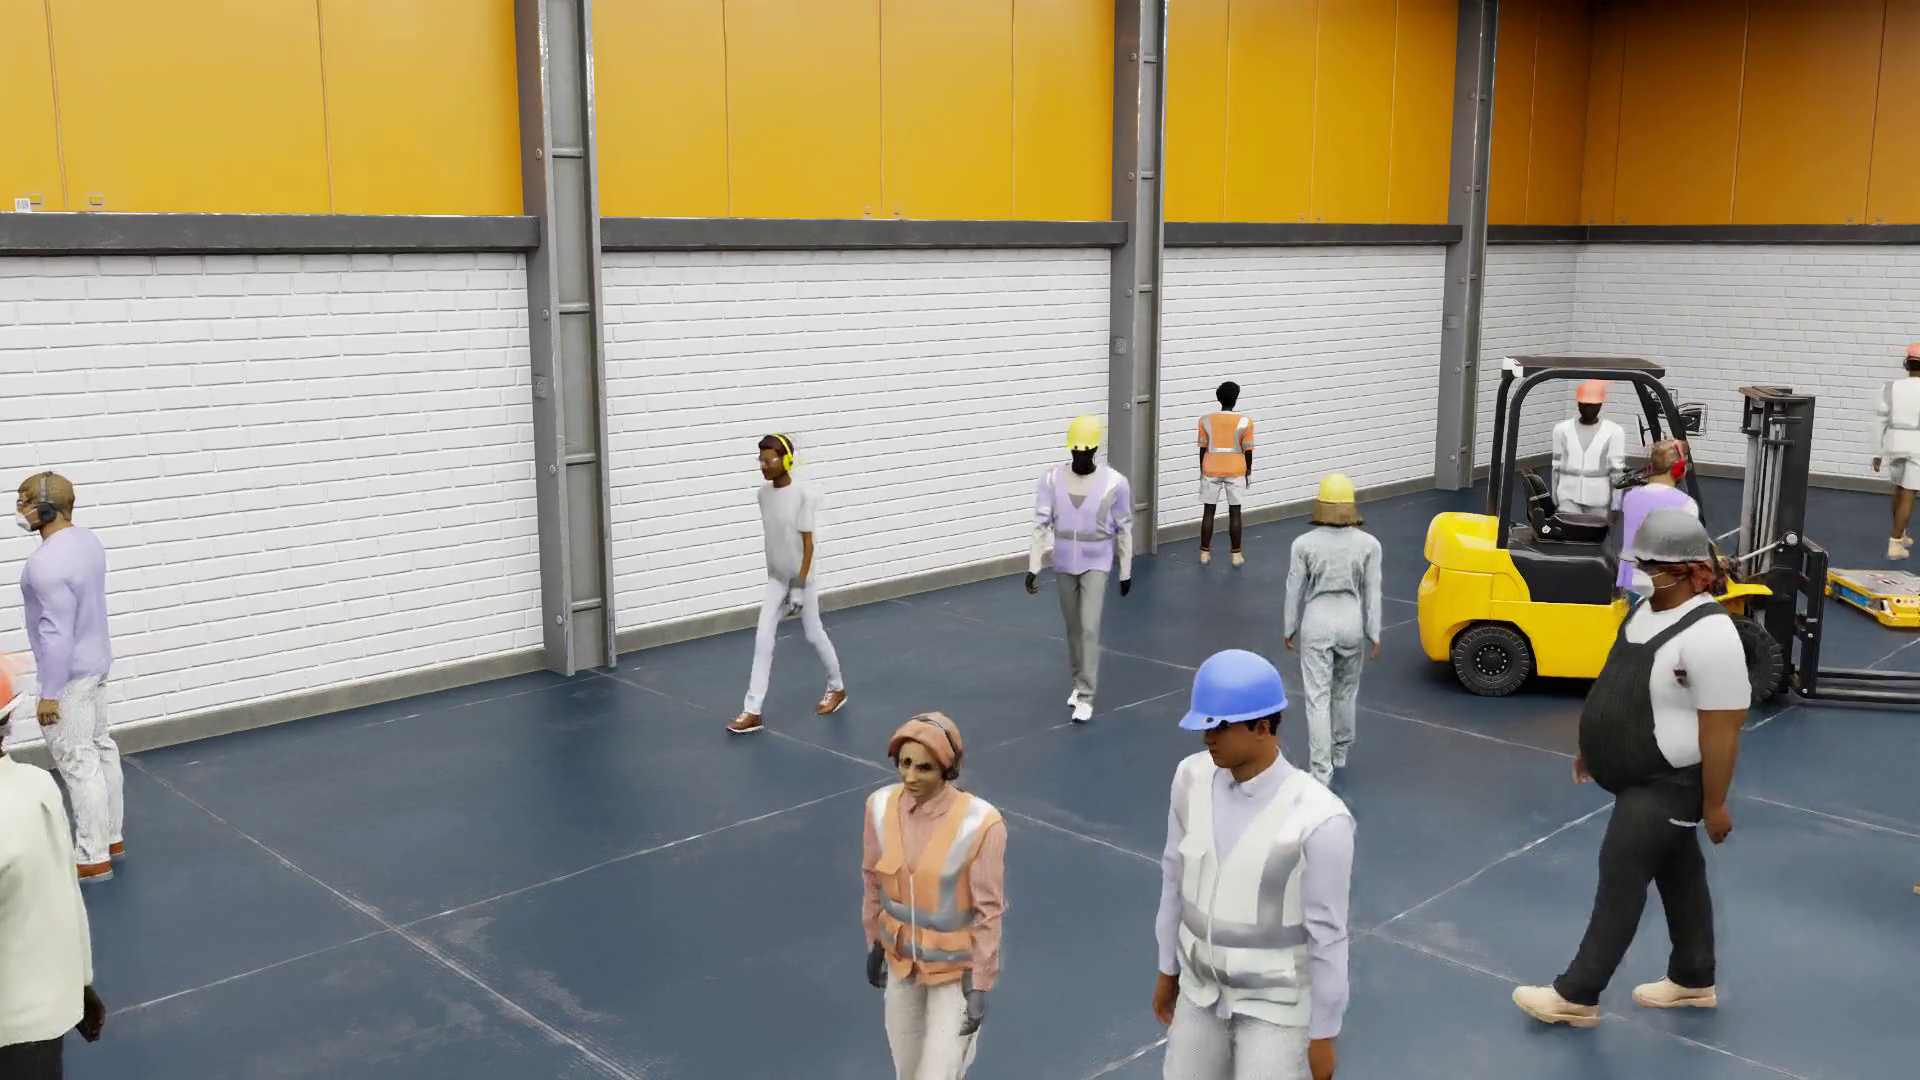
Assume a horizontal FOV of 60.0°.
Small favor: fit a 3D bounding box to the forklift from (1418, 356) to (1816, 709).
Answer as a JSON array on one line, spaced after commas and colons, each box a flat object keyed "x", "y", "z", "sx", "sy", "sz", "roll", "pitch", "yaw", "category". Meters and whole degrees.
[{"x": 4.276, "y": -0.101, "z": 11.076, "sx": 2.313, "sy": 2.155, "sz": 1.214, "roll": 2, "pitch": 11, "yaw": 13, "category": "forklift"}]

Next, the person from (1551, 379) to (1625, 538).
[{"x": 5.027, "y": -0.365, "z": 13.336, "sx": 0.552, "sy": 1.909, "sz": 0.900, "roll": 5, "pitch": 12, "yaw": 27, "category": "person"}]

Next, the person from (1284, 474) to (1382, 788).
[{"x": 2.040, "y": 0.481, "z": 9.212, "sx": 0.509, "sy": 1.715, "sz": 0.759, "roll": 1, "pitch": 10, "yaw": 3, "category": "person"}]

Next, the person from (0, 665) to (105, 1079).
[{"x": -2.441, "y": 1.240, "z": 4.427, "sx": 0.893, "sy": 1.964, "sz": 0.608, "roll": -3, "pitch": 11, "yaw": -16, "category": "person"}]

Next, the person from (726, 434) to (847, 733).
[{"x": -1.034, "y": 0.248, "z": 10.231, "sx": 0.520, "sy": 1.819, "sz": 0.973, "roll": 7, "pitch": 12, "yaw": 33, "category": "person"}]

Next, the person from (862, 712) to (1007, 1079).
[{"x": -0.086, "y": 1.297, "z": 5.015, "sx": 0.534, "sy": 1.620, "sz": 0.429, "roll": 7, "pitch": 13, "yaw": 35, "category": "person"}]

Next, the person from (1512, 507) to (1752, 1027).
[{"x": 2.548, "y": 0.842, "z": 6.353, "sx": 0.935, "sy": 2.000, "sz": 0.693, "roll": 1, "pitch": 10, "yaw": 7, "category": "person"}]

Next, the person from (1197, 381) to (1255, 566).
[{"x": 2.420, "y": -0.604, "z": 15.204, "sx": 0.529, "sy": 1.690, "sz": 0.321, "roll": 3, "pitch": 11, "yaw": 17, "category": "person"}]

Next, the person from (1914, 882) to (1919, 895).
[{"x": 4.800, "y": 0.652, "z": 7.603, "sx": 0.839, "sy": 1.967, "sz": 0.622, "roll": -3, "pitch": 11, "yaw": -14, "category": "person"}]

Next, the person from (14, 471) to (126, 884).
[{"x": -4.152, "y": 0.636, "z": 7.754, "sx": 0.362, "sy": 1.938, "sz": 0.635, "roll": -2, "pitch": 11, "yaw": -11, "category": "person"}]

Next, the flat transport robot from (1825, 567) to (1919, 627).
[{"x": 7.488, "y": 0.448, "z": 13.331, "sx": 0.652, "sy": 0.197, "sz": 1.431, "roll": 1, "pitch": 10, "yaw": 5, "category": "flat transport robot"}]

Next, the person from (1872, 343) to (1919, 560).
[{"x": 8.963, "y": -0.834, "z": 15.593, "sx": 0.890, "sy": 2.009, "sz": 0.616, "roll": -7, "pitch": 12, "yaw": -33, "category": "person"}]

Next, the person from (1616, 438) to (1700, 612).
[{"x": 4.085, "y": 0.314, "z": 9.790, "sx": 0.622, "sy": 1.828, "sz": 0.591, "roll": -3, "pitch": 11, "yaw": -15, "category": "person"}]

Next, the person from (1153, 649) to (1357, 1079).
[{"x": 0.819, "y": 1.225, "z": 4.590, "sx": 0.592, "sy": 1.923, "sz": 0.613, "roll": -9, "pitch": 14, "yaw": -41, "category": "person"}]

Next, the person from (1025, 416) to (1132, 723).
[{"x": 0.730, "y": 0.177, "z": 10.376, "sx": 0.598, "sy": 1.887, "sz": 0.875, "roll": 4, "pitch": 11, "yaw": 22, "category": "person"}]
